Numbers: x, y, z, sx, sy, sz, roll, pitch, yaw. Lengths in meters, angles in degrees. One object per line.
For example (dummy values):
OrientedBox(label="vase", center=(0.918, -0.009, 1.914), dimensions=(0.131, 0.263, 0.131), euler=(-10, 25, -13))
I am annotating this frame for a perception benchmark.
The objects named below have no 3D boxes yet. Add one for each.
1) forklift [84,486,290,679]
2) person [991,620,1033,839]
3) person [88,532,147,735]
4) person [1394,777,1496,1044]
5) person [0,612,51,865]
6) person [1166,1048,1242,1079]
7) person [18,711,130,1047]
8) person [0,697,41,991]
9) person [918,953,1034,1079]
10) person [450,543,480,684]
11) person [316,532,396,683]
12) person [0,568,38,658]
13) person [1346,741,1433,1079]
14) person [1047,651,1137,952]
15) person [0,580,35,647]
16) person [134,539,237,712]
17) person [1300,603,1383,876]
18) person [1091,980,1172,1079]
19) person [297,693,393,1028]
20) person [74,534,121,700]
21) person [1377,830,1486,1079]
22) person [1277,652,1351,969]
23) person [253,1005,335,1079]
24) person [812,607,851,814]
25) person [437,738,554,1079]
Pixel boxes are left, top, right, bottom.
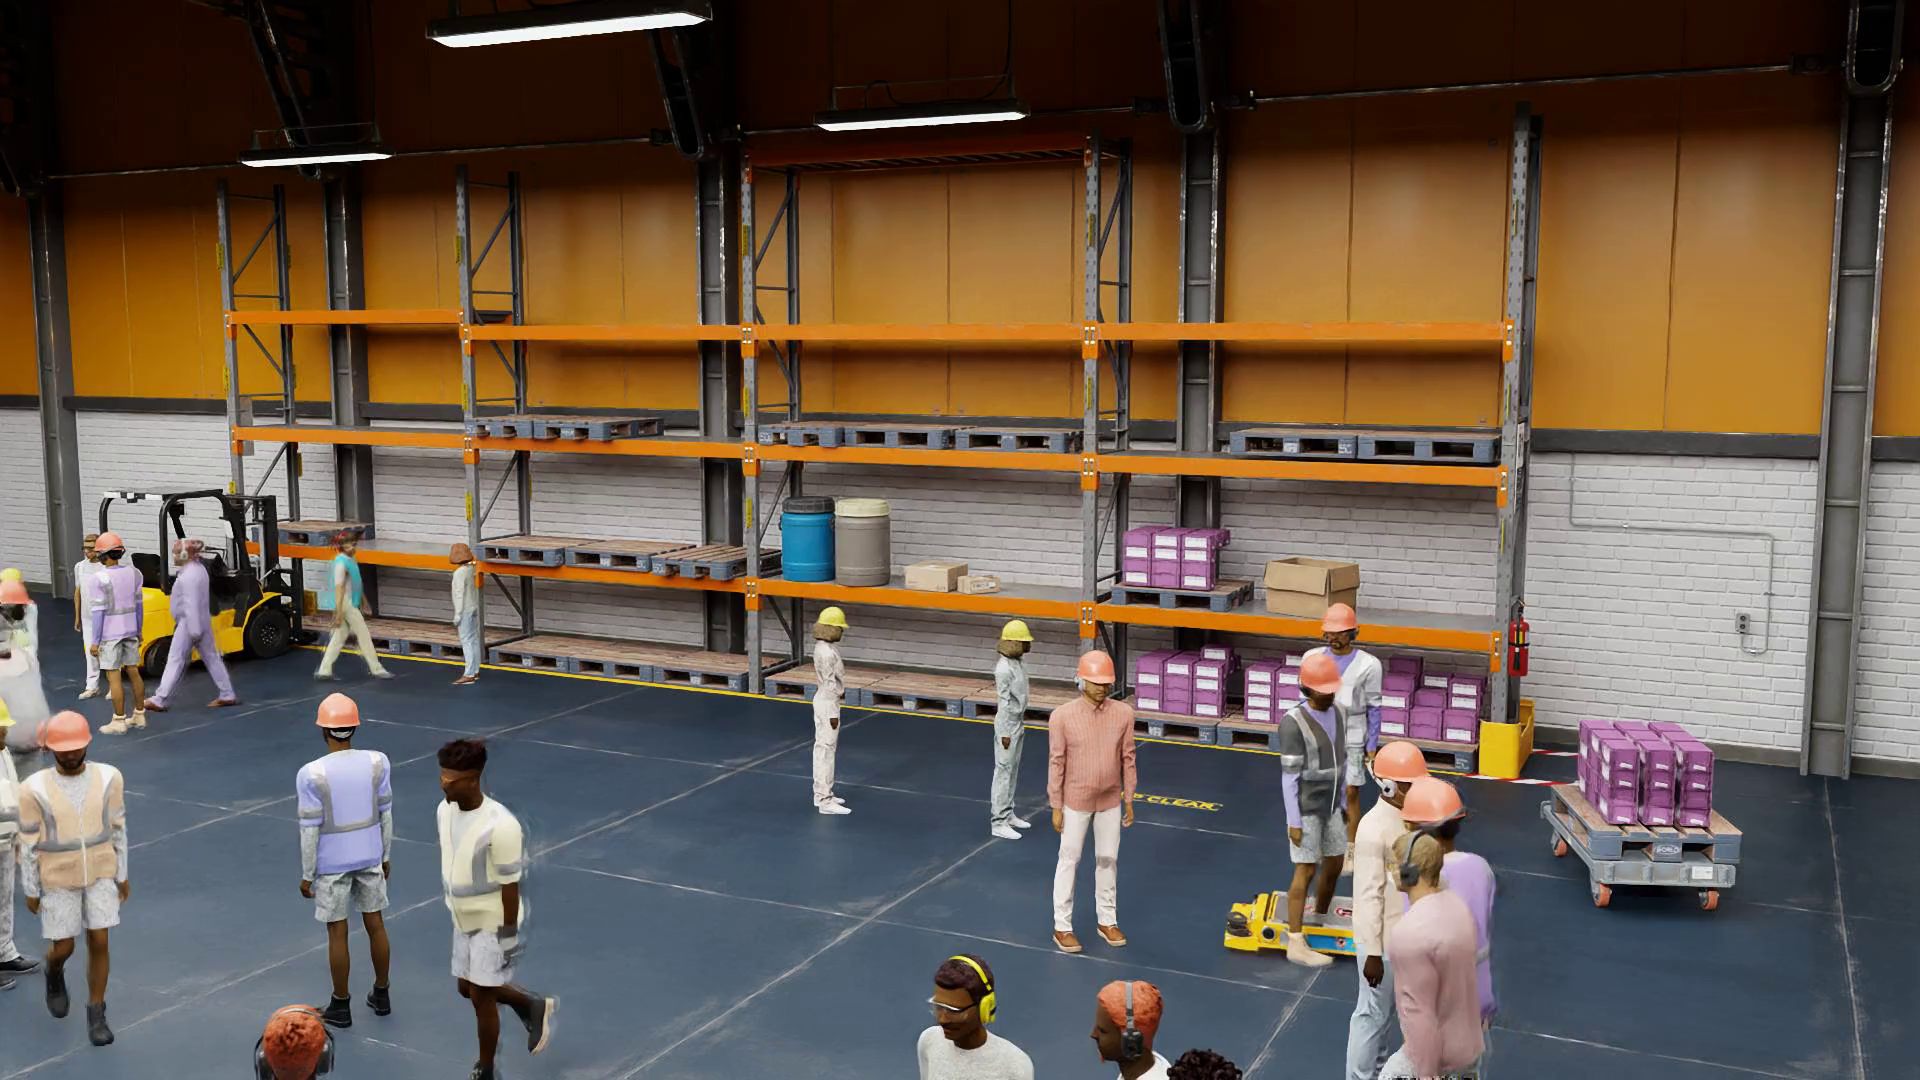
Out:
OrientedBox(label="forklift", center=(-9.426, 0.454, 20.179), dimensions=(1.214, 2.155, 2.313), euler=(3, 8, 26))
OrientedBox(label="person", center=(0.433, 1.503, 13.355), dimensions=(0.323, 1.742, 0.492), euler=(2, 7, 17))
OrientedBox(label="person", center=(-8.527, 0.940, 16.781), dimensions=(0.394, 2.042, 0.611), euler=(3, 7, 21))
OrientedBox(label="person", center=(2.198, 2.082, 7.472), dimensions=(0.622, 2.016, 0.663), euler=(7, 10, 44))
OrientedBox(label="person", center=(-7.061, 1.475, 12.367), dimensions=(0.543, 2.000, 0.711), euler=(2, 7, 14))
OrientedBox(label="person", center=(0.694, 2.427, 4.804), dimensions=(0.613, 1.965, 0.361), euler=(1, 7, 9))
OrientedBox(label="person", center=(-5.034, 1.889, 9.466), dimensions=(0.540, 1.920, 0.584), euler=(-6, 9, -41))
OrientedBox(label="person", center=(-5.954, 1.848, 10.204), dimensions=(0.403, 1.820, 0.595), euler=(-1, 7, -6))
OrientedBox(label="person", center=(0.042, 2.353, 5.866), dimensions=(0.522, 1.861, 0.323), euler=(6, 9, 39))
OrientedBox(label="person", center=(-5.735, 0.846, 19.233), dimensions=(0.283, 1.634, 0.498), euler=(0, 7, 2))
OrientedBox(label="person", center=(-7.025, 0.777, 19.185), dimensions=(0.888, 1.783, 0.564), euler=(-3, 7, -22))
OrientedBox(label="person", center=(-9.494, 1.127, 16.664), dimensions=(0.490, 1.691, 0.917), euler=(-2, 7, -15))
OrientedBox(label="person", center=(2.163, 1.983, 8.358), dimensions=(0.397, 1.992, 0.621), euler=(4, 8, 30))
OrientedBox(label="person", center=(0.865, 1.692, 10.828), dimensions=(0.609, 1.985, 0.408), euler=(-2, 7, -19))
OrientedBox(label="person", center=(-7.719, 1.340, 13.557), dimensions=(0.634, 2.031, 0.439), euler=(4, 8, 30))
OrientedBox(label="person", center=(-8.290, 0.912, 17.792), dimensions=(0.994, 1.856, 0.639), euler=(-1, 7, -11))
OrientedBox(label="person", center=(2.811, 1.475, 12.356), dimensions=(0.609, 2.044, 0.396), euler=(4, 8, 28))
OrientedBox(label="person", center=(0.605, 2.383, 5.569), dimensions=(0.349, 1.879, 0.568), euler=(1, 7, 5))
OrientedBox(label="person", center=(-3.575, 1.851, 9.678), dimensions=(0.543, 1.939, 0.370), euler=(-6, 9, -41))
OrientedBox(label="person", center=(-9.513, 0.847, 18.354), dimensions=(0.513, 1.845, 0.335), euler=(0, 7, 0))
OrientedBox(label="person", center=(1.997, 2.189, 7.137), dimensions=(0.863, 1.884, 0.633), euler=(6, 9, 40))
OrientedBox(label="person", center=(2.287, 1.701, 10.604), dimensions=(0.618, 2.028, 0.408), euler=(-6, 9, -40))
OrientedBox(label="person", center=(-2.099, 2.411, 5.323), dimensions=(0.577, 1.879, 0.356), euler=(-2, 7, -19))
OrientedBox(label="person", center=(-1.088, 1.425, 14.016), dimensions=(0.303, 1.740, 0.485), euler=(-1, 7, -12))
OrientedBox(label="person", center=(-2.458, 1.957, 8.792), dimensions=(0.612, 1.944, 0.708), euler=(5, 9, 37))
